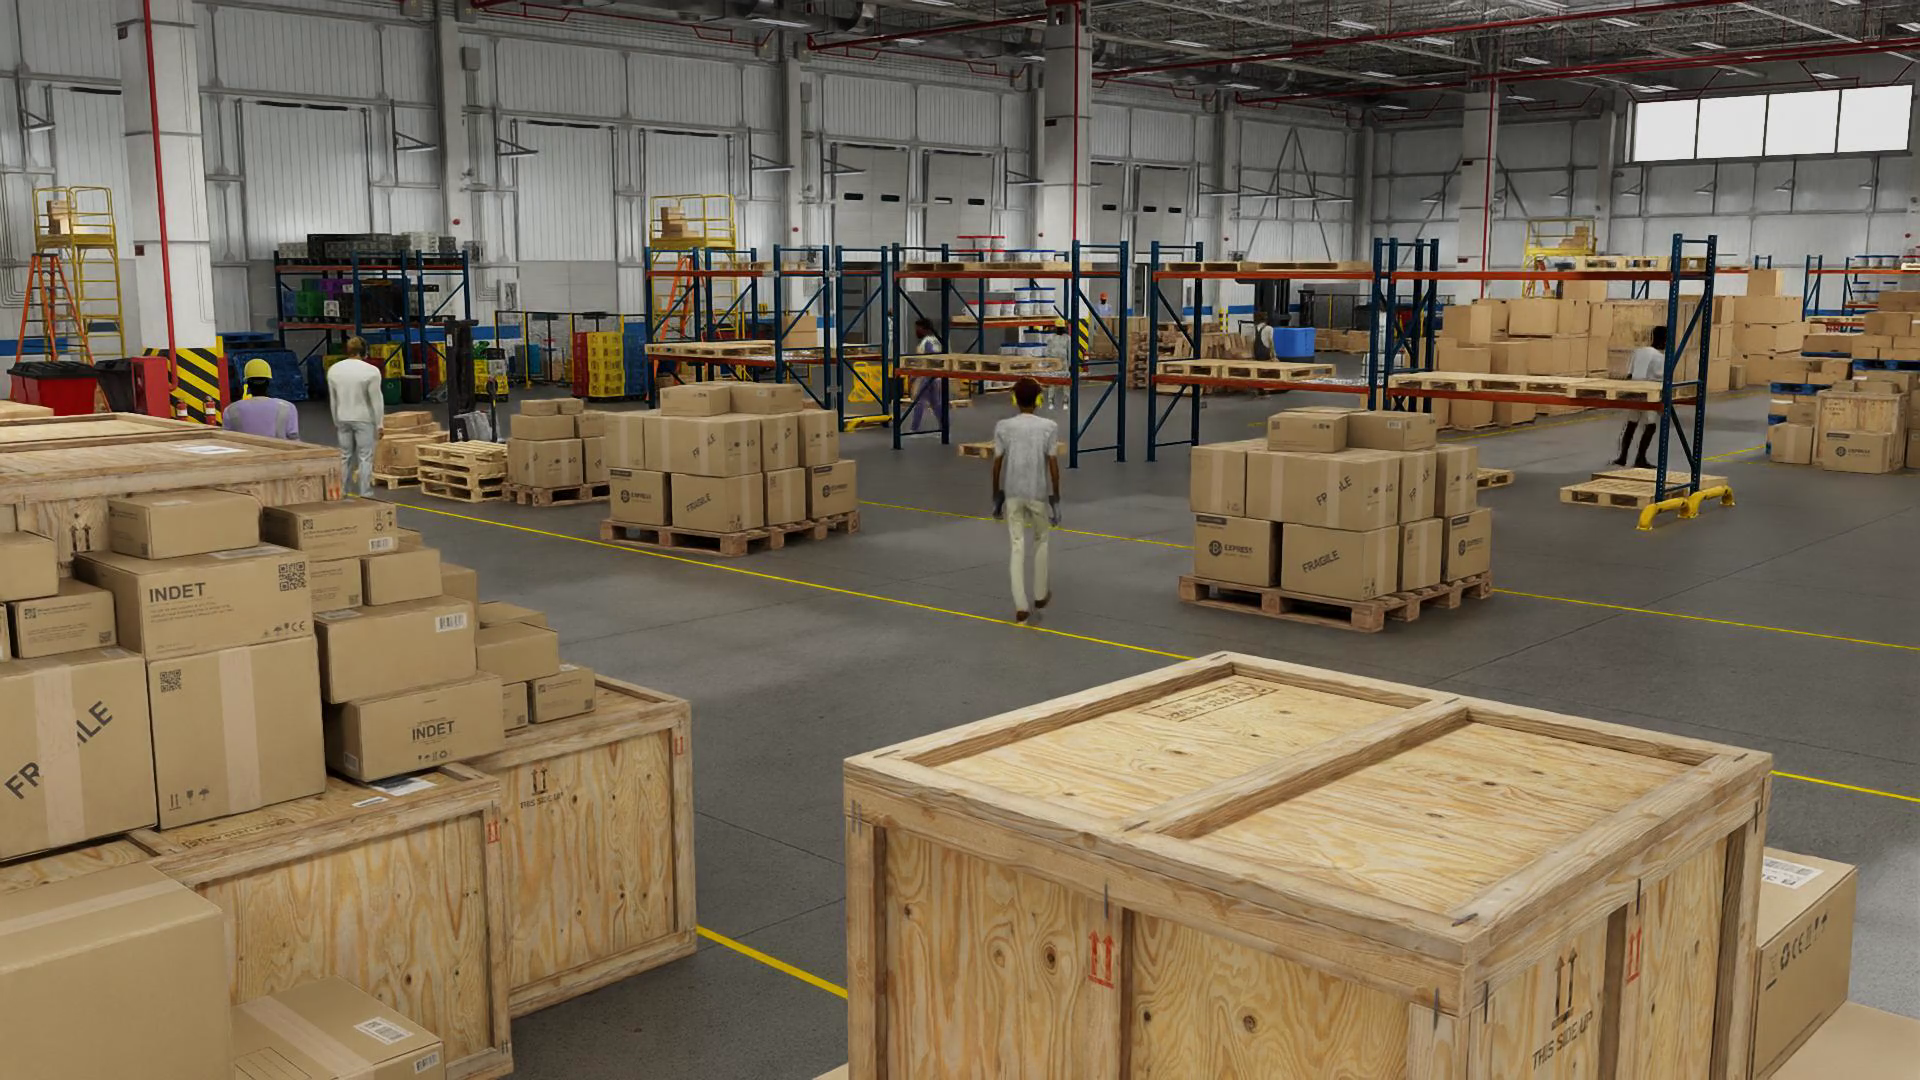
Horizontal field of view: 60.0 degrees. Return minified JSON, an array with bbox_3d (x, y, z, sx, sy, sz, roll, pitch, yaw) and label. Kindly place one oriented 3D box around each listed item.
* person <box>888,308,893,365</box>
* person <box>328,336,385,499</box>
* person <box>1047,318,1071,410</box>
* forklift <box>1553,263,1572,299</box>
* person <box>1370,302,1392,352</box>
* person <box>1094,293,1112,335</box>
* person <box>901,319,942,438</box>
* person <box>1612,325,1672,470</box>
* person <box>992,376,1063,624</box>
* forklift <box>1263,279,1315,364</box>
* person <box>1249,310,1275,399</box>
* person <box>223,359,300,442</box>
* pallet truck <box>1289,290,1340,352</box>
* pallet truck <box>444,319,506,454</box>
[{"bbox_3d":[-1.861,-5.299,43.860,0.314,1.634,0.515,2,10,15],"label":"person"},{"bbox_3d":[-6.651,-1.285,18.378,0.643,1.927,0.393,2,9,12],"label":"person"},{"bbox_3d":[1.878,-3.318,31.402,0.486,1.738,0.321,1,9,9],"label":"person"},{"bbox_3d":[16.601,-6.261,45.929,1.873,2.768,1.129,2,10,15],"label":"forklift"},{"bbox_3d":[11.267,-5.480,44.385,0.601,1.821,1.050,1,9,8],"label":"person"},{"bbox_3d":[4.410,-6.666,51.335,0.543,1.929,0.384,0,9,2],"label":"person"},{"bbox_3d":[-0.526,-2.517,26.041,0.797,1.880,0.657,0,9,-2],"label":"person"},{"bbox_3d":[9.035,-1.886,22.051,0.411,1.925,0.783,-3,10,-19],"label":"person"},{"bbox_3d":[0.521,-0.323,12.697,0.554,1.838,0.859,1,9,8],"label":"person"},{"bbox_3d":[8.555,-6.090,44.881,1.873,2.768,1.129,9,13,43],"label":"forklift"},{"bbox_3d":[6.096,-3.739,33.694,0.648,1.825,0.527,-7,12,-38],"label":"person"},{"bbox_3d":[-5.764,-0.538,13.792,0.585,1.918,0.394,-2,10,-13],"label":"person"},{"bbox_3d":[11.297,-6.951,52.861,1.885,1.965,0.823,-5,11,-29],"label":"pallet truck"},{"bbox_3d":[-6.981,-1.942,22.150,1.885,1.965,0.823,1,9,9],"label":"pallet truck"}]
